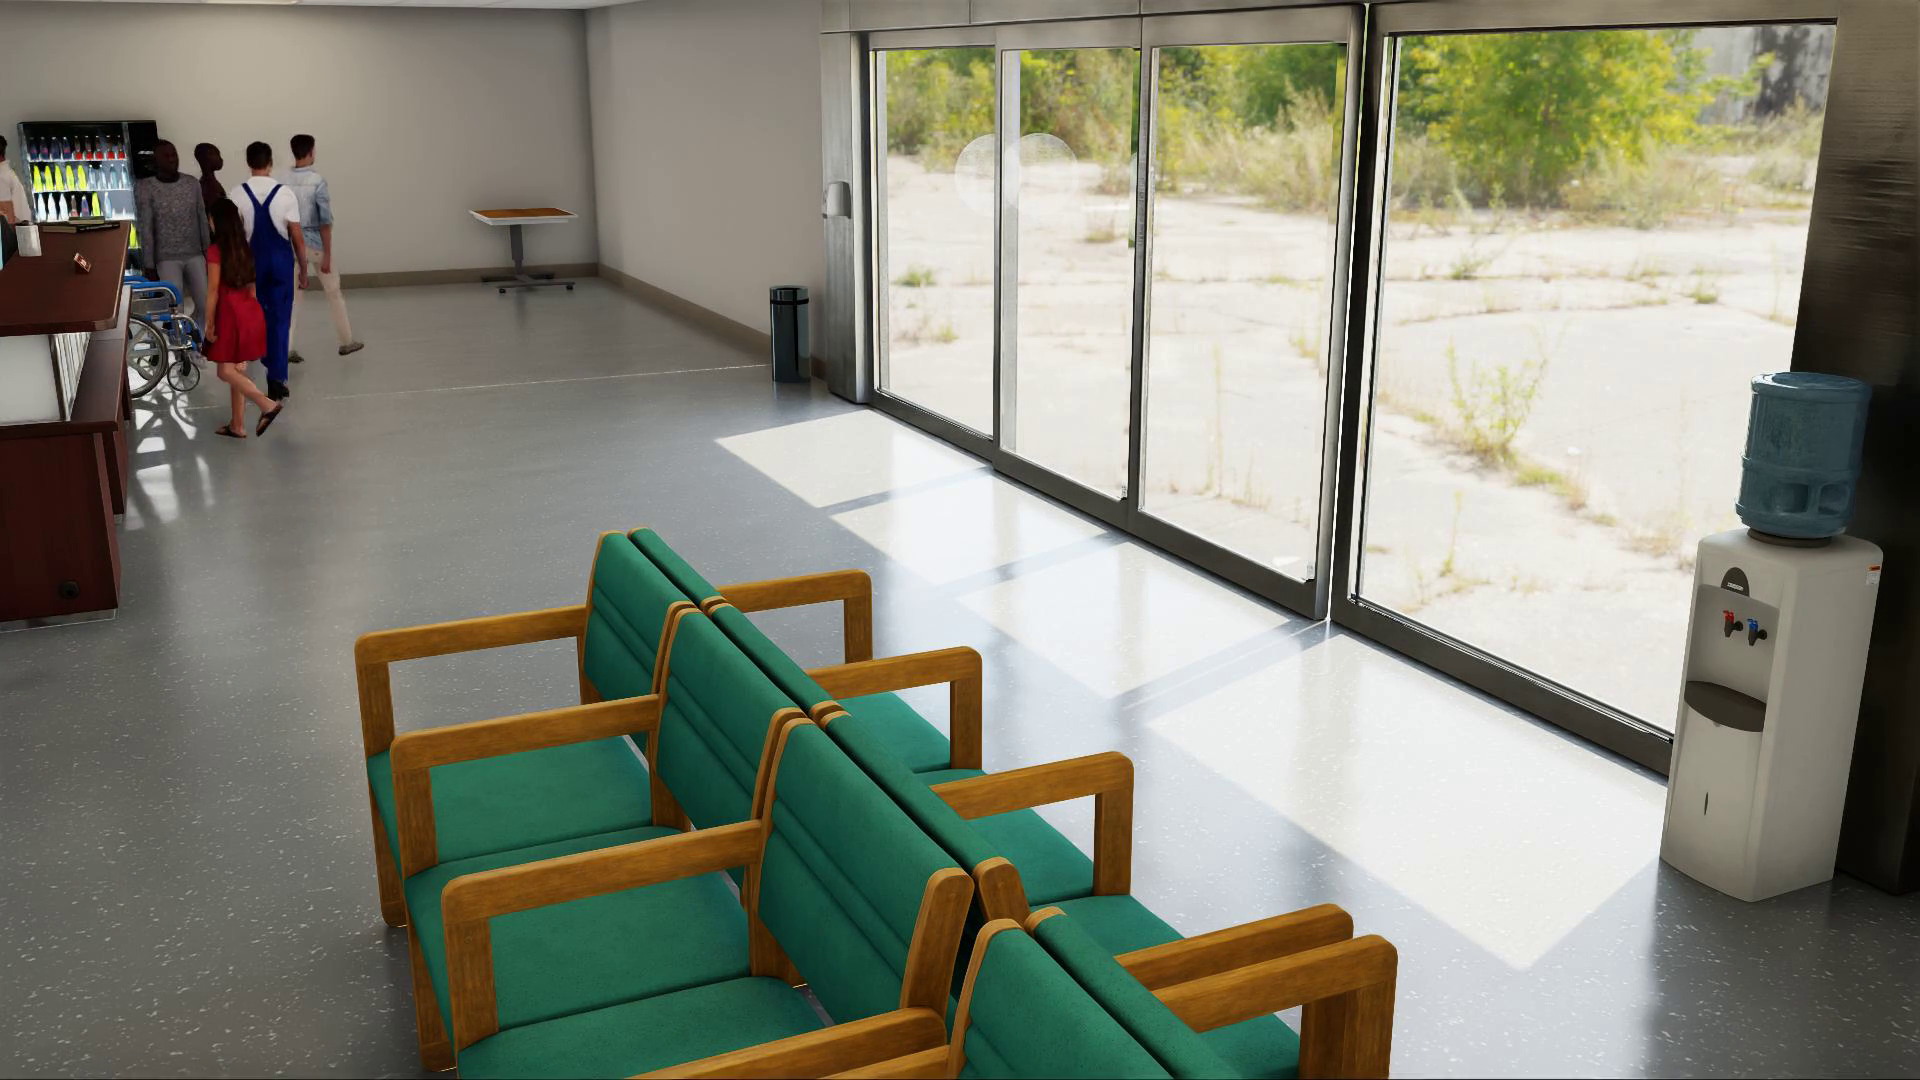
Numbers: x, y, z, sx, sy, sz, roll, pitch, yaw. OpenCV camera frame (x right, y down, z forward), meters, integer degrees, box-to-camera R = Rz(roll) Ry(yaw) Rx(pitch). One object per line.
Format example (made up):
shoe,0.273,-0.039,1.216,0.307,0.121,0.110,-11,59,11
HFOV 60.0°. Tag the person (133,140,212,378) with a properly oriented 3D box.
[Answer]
person,-6.088,-2.167,12.892,0.896,1.803,0.819,15,22,43

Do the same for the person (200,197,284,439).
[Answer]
person,-4.585,-1.397,10.654,0.922,1.528,0.871,4,16,12

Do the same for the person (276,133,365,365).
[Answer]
person,-5.284,-2.292,13.328,1.227,1.807,1.163,3,16,10

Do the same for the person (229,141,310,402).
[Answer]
person,-4.959,-1.892,11.915,1.164,1.804,0.894,-3,16,-12
